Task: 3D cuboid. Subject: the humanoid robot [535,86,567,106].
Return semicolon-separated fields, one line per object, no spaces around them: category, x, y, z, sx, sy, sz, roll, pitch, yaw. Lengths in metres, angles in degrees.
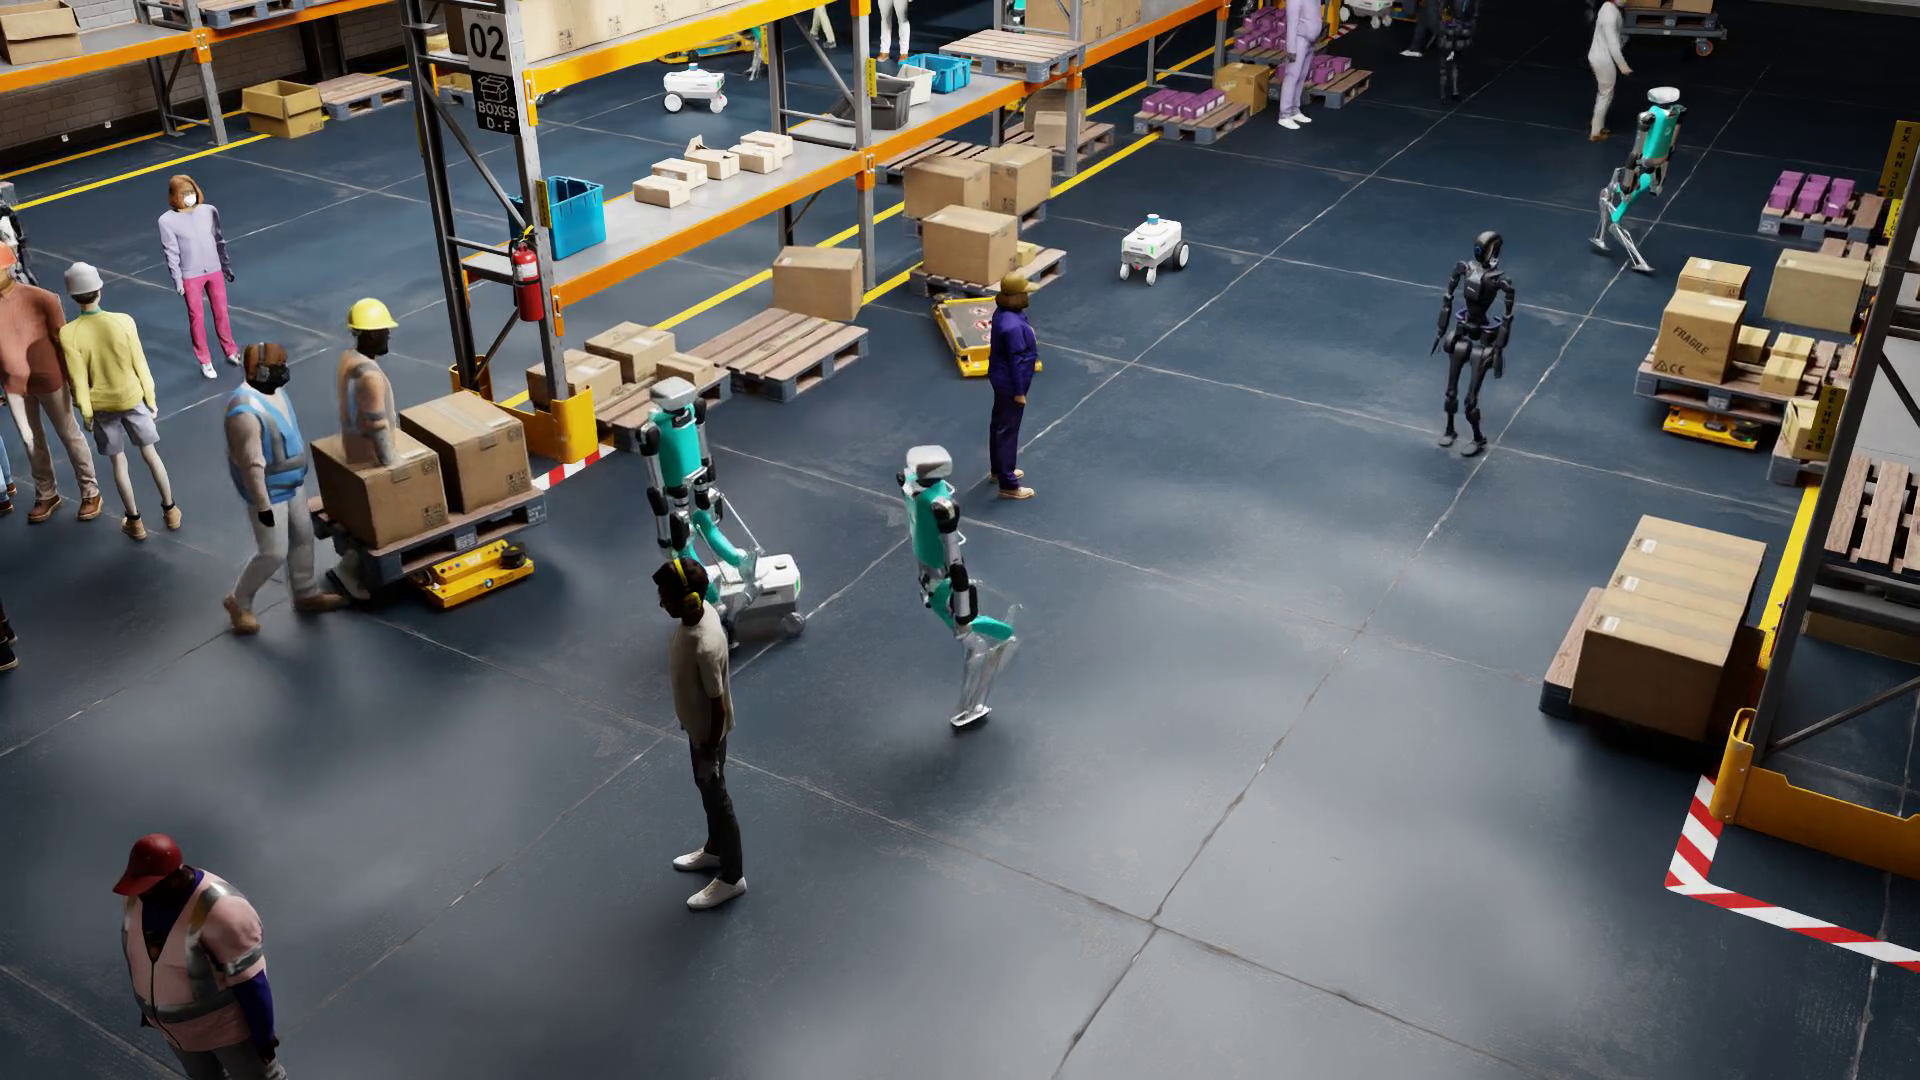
humanoid robot;-5.113;-6.257;20.549;0.541;1.750;1.027;13;32;22

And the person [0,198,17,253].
person;-8.035;-2.466;13.824;0.783;1.723;0.734;9;31;16

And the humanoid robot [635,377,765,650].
humanoid robot;-1.406;-0.040;9.538;0.703;1.807;0.547;16;33;25

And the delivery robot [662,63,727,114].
delivery robot;-3.279;-5.568;20.496;0.782;0.589;0.499;2;30;4

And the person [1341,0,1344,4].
person;6.014;-9.088;25.511;0.339;1.748;0.577;-22;36;-34

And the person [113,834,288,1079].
person;-2.839;1.794;6.274;0.598;1.746;0.418;9;31;16

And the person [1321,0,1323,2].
person;5.744;-9.184;25.590;0.618;1.845;0.431;19;35;30

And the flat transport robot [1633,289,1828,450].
flat transport robot;5.944;-1.105;12.897;0.659;0.231;1.431;17;34;27

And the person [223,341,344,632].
person;-4.200;-0.325;9.955;0.628;1.812;0.642;-1;29;-2

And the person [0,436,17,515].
person;-6.742;-1.099;11.133;0.377;1.996;0.610;-10;31;-16

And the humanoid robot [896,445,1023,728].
humanoid robot;0.063;0.313;8.997;0.776;1.873;0.530;-14;33;-24

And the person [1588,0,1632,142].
person;7.477;-5.541;19.156;0.466;1.841;0.674;8;30;14

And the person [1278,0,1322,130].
person;4.042;-5.842;19.616;0.406;1.904;0.650;18;34;28

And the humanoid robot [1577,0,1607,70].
humanoid robot;8.485;-7.059;21.998;0.594;1.654;0.339;-23;37;-34

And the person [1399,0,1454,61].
person;6.473;-7.421;22.500;0.825;1.820;0.524;17;34;27

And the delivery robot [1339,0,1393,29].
delivery robot;6.036;-7.918;24.642;0.499;0.579;0.774;-22;36;-34

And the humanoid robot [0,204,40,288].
humanoid robot;-7.672;-2.087;13.213;0.539;1.639;0.615;20;35;32

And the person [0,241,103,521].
person;-6.157;-1.047;11.042;0.614;1.993;0.393;-1;30;-2

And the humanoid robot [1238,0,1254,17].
humanoid robot;4.398;-8.785;24.982;0.824;1.748;0.532;-12;32;-20

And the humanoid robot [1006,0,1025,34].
humanoid robot;0.864;-6.392;20.777;0.545;1.820;0.696;7;30;13

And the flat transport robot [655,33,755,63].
flat transport robot;-3.585;-6.841;23.043;1.431;0.231;0.659;-21;36;-33

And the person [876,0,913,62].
person;-0.888;-7.412;22.365;0.626;1.933;0.372;8;31;14

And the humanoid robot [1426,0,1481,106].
humanoid robot;6.071;-6.207;20.500;0.601;1.652;0.318;-6;30;-10

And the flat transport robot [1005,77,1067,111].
flat transport robot;0.932;-5.691;21.009;0.659;0.231;1.431;17;33;27

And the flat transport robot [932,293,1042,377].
flat transport robot;0.211;-1.749;14.036;0.659;0.231;1.431;-6;30;-10

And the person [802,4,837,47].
person;-1.994;-7.825;23.333;0.881;1.687;0.578;23;37;35

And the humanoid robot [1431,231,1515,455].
humanoid robot;3.719;-1.446;12.072;0.326;1.641;0.610;-22;36;-34

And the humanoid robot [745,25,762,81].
humanoid robot;-2.729;-6.869;21.632;0.541;1.782;0.814;24;37;35

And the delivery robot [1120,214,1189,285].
delivery robot;1.788;-2.736;15.492;0.499;0.595;0.792;15;33;25

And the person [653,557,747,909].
person;-1.216;0.892;7.749;0.329;1.861;0.505;-9;31;-16

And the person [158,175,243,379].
person;-6.057;-2.117;13.295;0.282;1.636;0.499;21;36;32

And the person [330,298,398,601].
person;-3.670;-0.549;10.264;0.654;1.889;0.616;-14;32;-23

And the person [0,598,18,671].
person;-5.794;-0.134;9.467;0.371;1.958;0.605;-14;32;-23

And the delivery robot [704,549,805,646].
delivery robot;-1.353;0.346;10.050;0.790;0.606;0.499;-9;31;-16

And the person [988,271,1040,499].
person;0.368;-1.078;11.468;0.339;1.623;0.456;-4;30;-8

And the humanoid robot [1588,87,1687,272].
humanoid robot;6.206;-3.386;15.480;0.547;1.753;1.035;-15;33;-24

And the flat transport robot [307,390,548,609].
flat transport robot;-3.476;0.002;10.937;0.659;0.231;1.431;-26;38;-38

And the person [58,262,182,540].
person;-5.513;-0.895;10.882;0.487;1.888;0.392;-21;35;-32

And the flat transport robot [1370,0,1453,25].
flat transport robot;6.674;-7.959;25.022;1.431;0.231;0.659;23;37;34
